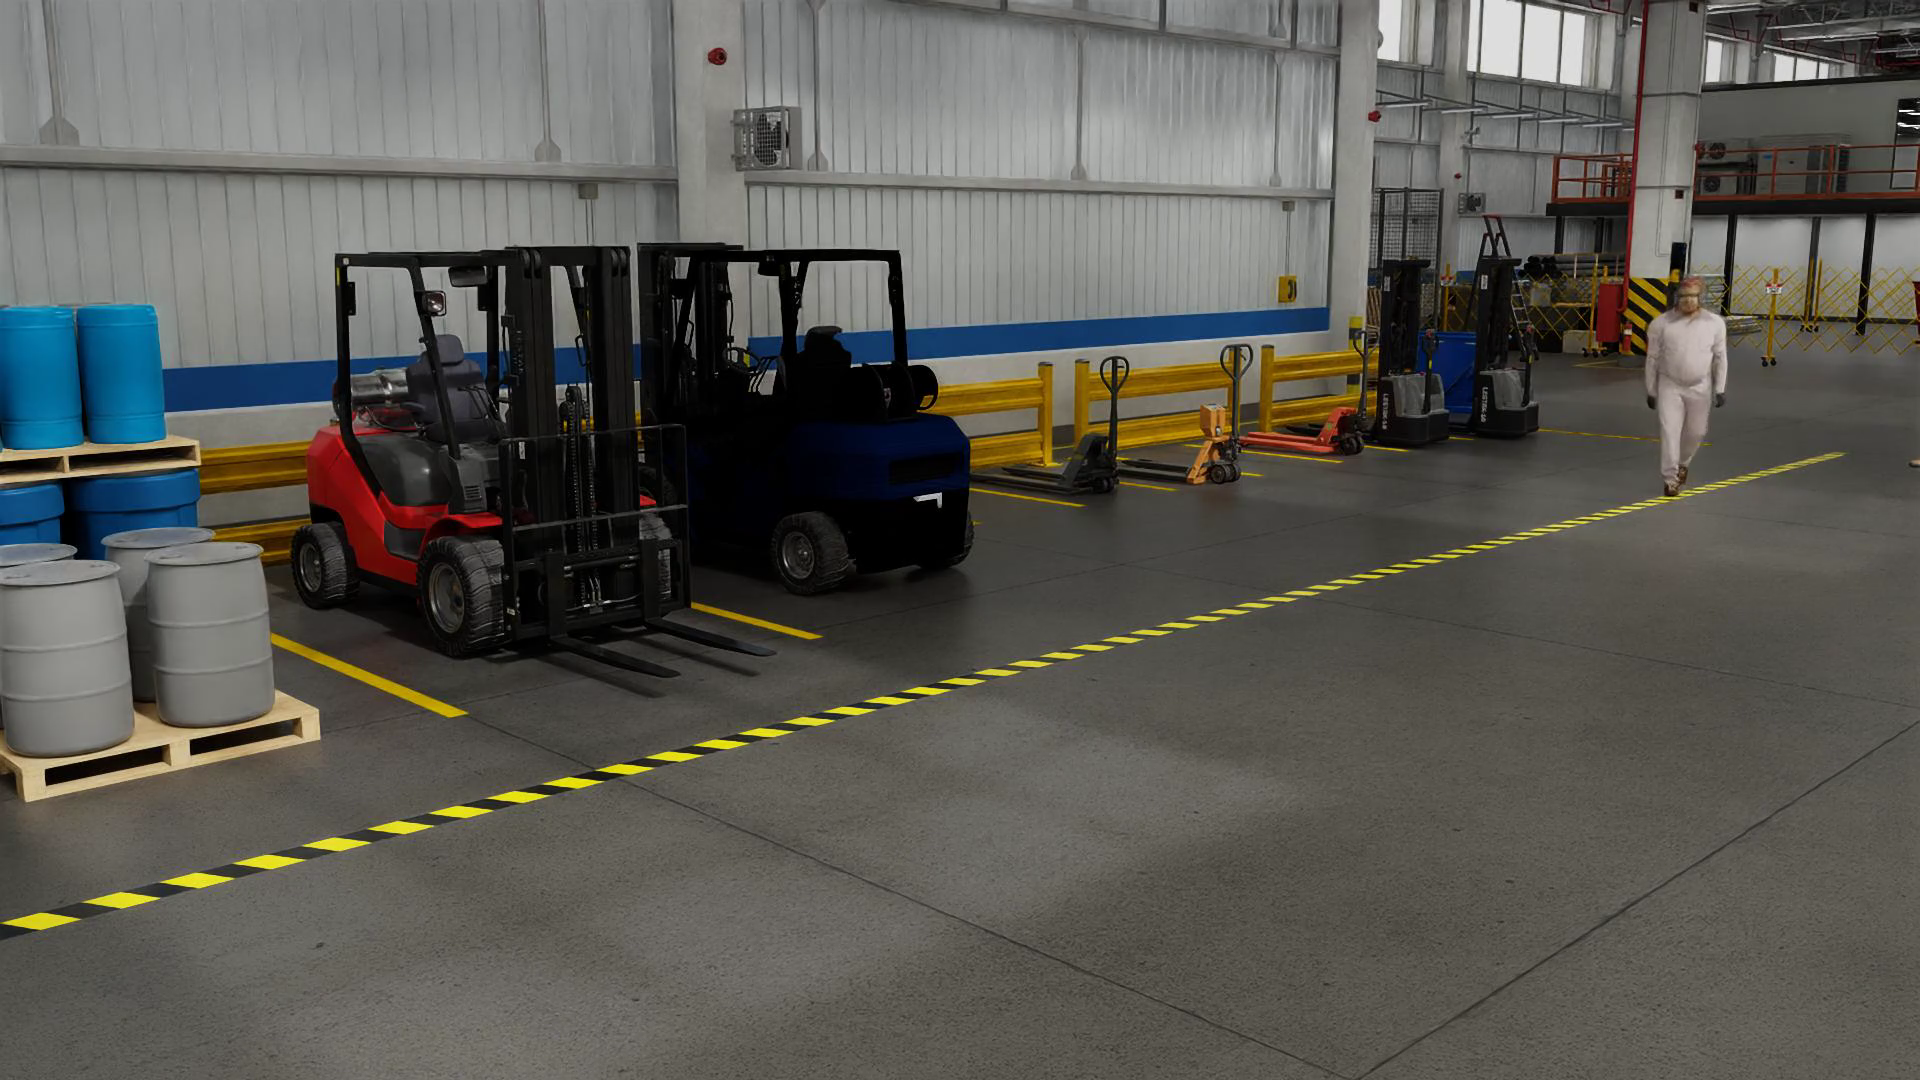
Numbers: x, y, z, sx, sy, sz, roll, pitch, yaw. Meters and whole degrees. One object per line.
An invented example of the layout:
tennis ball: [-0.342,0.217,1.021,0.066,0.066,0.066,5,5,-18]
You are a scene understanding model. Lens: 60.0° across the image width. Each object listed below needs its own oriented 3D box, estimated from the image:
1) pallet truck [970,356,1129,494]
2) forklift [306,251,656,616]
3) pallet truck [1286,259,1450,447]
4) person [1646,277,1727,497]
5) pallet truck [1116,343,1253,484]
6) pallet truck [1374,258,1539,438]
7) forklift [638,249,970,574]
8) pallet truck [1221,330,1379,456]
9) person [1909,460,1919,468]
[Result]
pallet truck: [0.784,-1.085,14.876,0.680,1.201,1.601,-10,14,-44]
forklift: [-2.833,-0.669,9.694,1.157,1.987,2.680,-10,14,-44]
pallet truck: [4.493,-2.078,18.196,0.823,1.965,1.885,-9,14,-40]
person: [6.333,-1.351,14.556,0.648,1.888,0.797,3,11,14]
pallet truck: [1.962,-1.215,15.415,1.522,1.261,0.704,10,14,43]
pallet truck: [5.704,-2.208,18.901,1.885,1.965,0.823,10,14,43]
forklift: [-1.173,-0.958,11.239,2.680,1.987,1.157,10,14,43]
pallet truck: [3.563,-1.581,17.381,0.653,1.274,1.630,-10,14,-44]
person: [9.403,-1.660,15.789,0.378,2.044,0.607,-1,10,-8]
